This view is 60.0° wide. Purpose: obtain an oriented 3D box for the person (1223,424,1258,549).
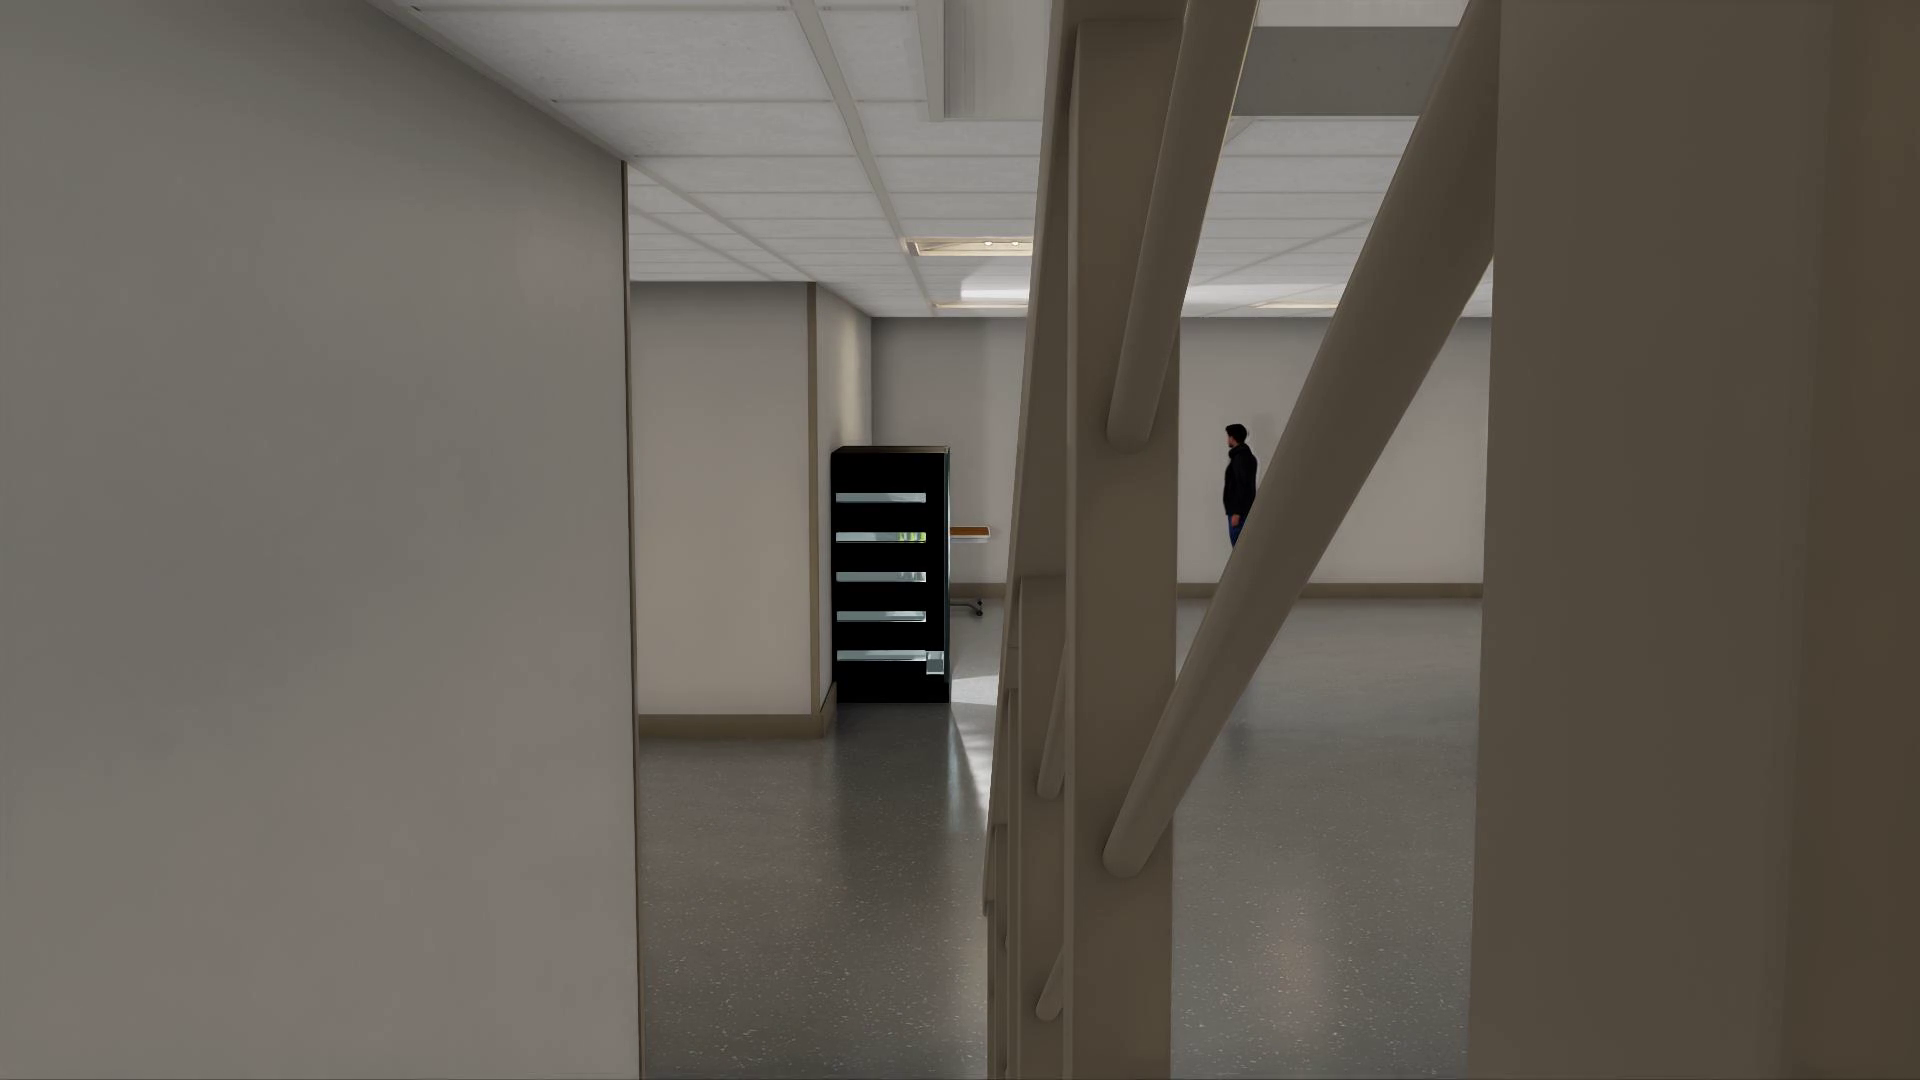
[{"bbox_3d":[2.915,-0.265,17.198,0.811,1.890,0.653,2,6,22],"label":"person"}]
